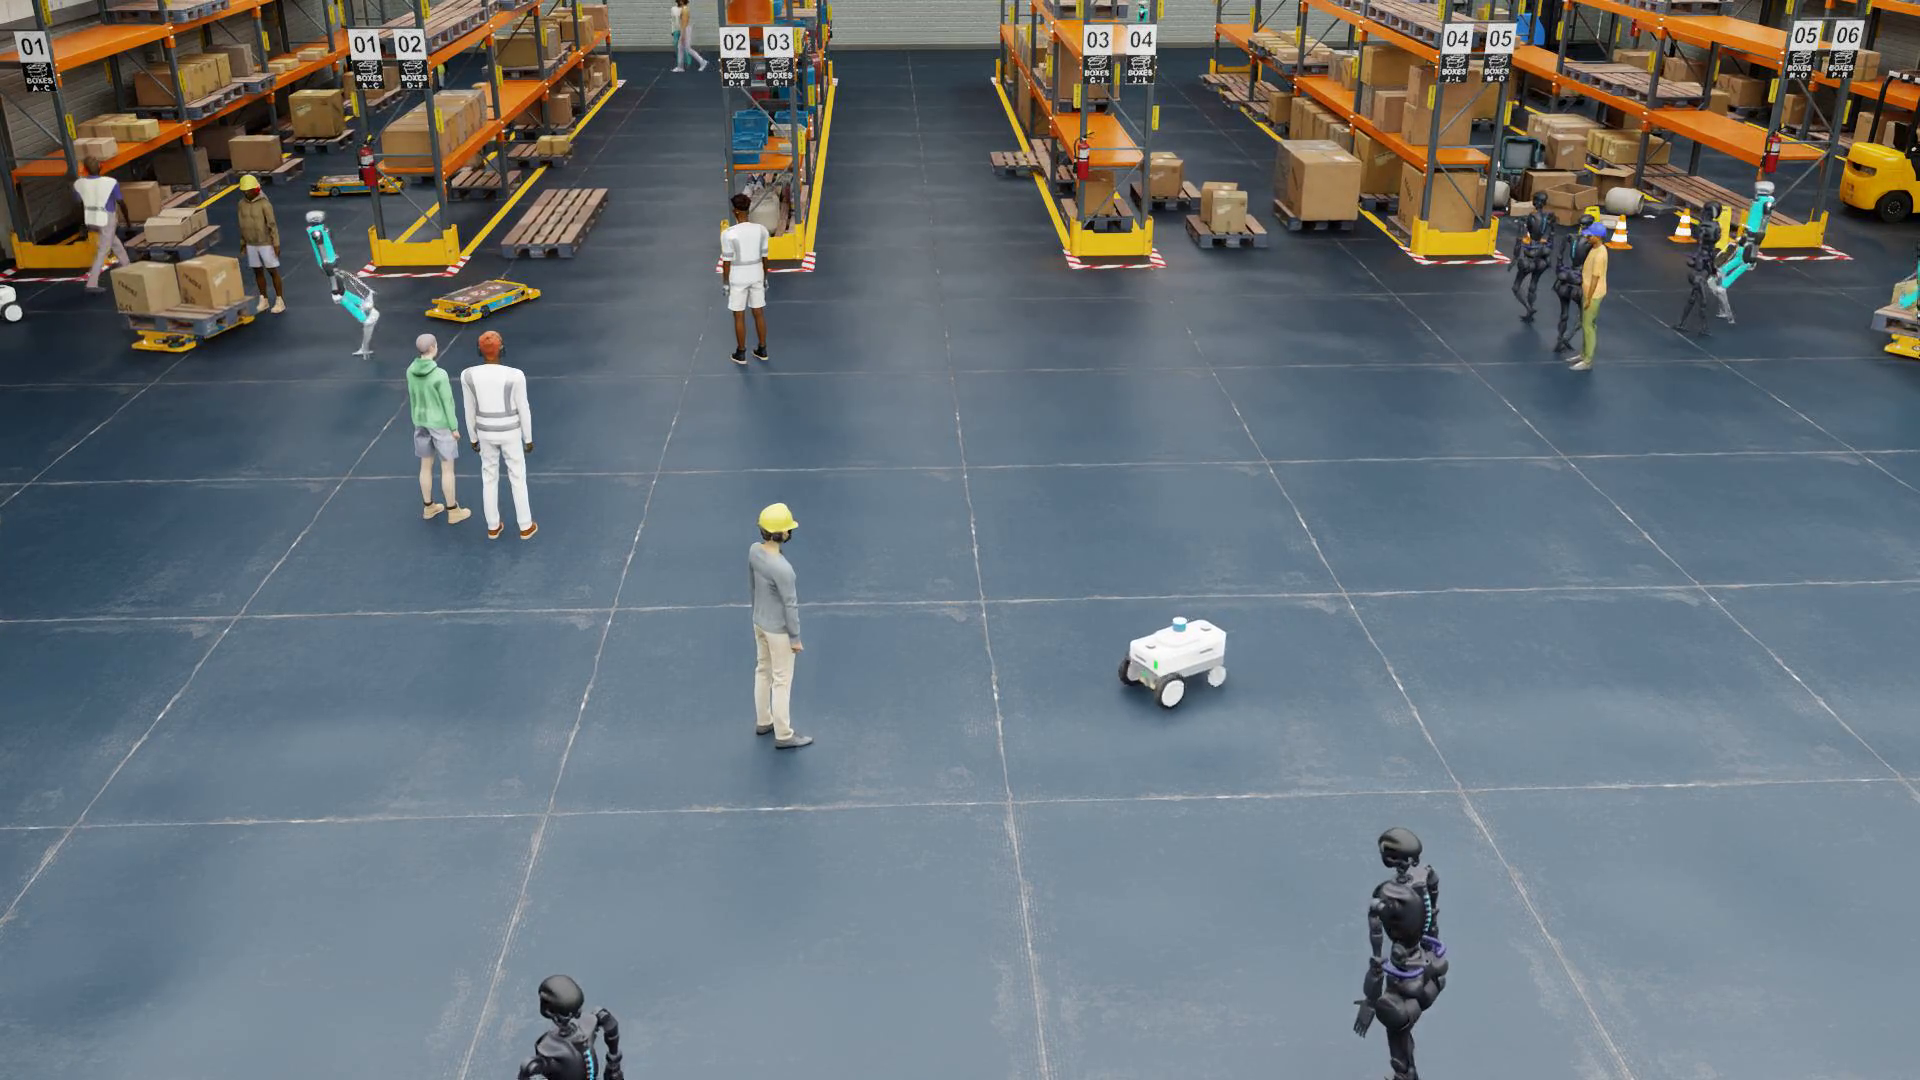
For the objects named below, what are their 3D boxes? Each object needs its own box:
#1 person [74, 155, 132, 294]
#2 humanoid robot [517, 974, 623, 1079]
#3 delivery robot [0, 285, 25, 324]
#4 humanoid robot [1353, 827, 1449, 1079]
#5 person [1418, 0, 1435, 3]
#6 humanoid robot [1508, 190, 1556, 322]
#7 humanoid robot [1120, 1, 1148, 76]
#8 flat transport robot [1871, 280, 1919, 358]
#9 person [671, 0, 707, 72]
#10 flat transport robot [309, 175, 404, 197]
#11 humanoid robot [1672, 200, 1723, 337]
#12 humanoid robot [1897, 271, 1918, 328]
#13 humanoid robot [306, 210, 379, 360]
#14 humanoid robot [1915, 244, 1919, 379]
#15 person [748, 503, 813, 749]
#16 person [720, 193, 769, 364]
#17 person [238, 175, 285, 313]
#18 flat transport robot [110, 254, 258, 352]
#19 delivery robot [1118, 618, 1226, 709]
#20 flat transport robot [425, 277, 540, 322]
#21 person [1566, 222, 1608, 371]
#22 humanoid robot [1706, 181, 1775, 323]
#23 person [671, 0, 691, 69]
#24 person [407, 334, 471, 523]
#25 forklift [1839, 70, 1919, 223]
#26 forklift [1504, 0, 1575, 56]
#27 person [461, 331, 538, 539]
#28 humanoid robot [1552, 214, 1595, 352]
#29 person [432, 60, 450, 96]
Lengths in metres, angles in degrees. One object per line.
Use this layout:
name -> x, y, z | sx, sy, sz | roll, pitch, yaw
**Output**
person -> -11.336, -4.176, 21.995 | 0.524, 1.774, 0.899 | 8, 25, 18
humanoid robot -> -1.598, 2.556, 7.077 | 0.763, 1.653, 0.599 | 17, 29, 33
delivery robot -> -12.132, -2.936, 20.741 | 0.524, 0.614, 0.786 | 18, 30, 35
humanoid robot -> 2.158, 2.119, 7.993 | 0.604, 1.640, 0.435 | -21, 31, -39
person -> 11.715, -13.053, 41.927 | 0.382, 1.799, 0.606 | -11, 26, -24
humanoid robot -> 7.146, -3.510, 20.622 | 0.585, 1.642, 0.441 | -8, 25, -18
humanoid robot -> 3.981, -11.748, 39.094 | 0.833, 1.798, 0.591 | 4, 24, 9
flat transport robot -> 11.678, -2.396, 19.857 | 1.431, 0.231, 0.659 | -19, 30, -37
person -> -6.541, -12.155, 39.865 | 0.815, 1.835, 0.512 | -5, 24, -11
flat transport robot -> -10.079, -5.935, 27.807 | 1.431, 0.231, 0.659 | -5, 24, -10
humanoid robot -> 9.067, -3.291, 20.152 | 0.601, 1.643, 0.603 | 20, 31, 37
humanoid robot -> 11.400, -3.155, 19.722 | 0.546, 1.771, 0.679 | -18, 30, -35
humanoid robot -> -7.073, -2.934, 19.335 | 0.778, 1.826, 0.555 | -8, 25, -16
humanoid robot -> 10.868, -2.501, 18.351 | 0.824, 1.809, 0.535 | 2, 24, 4
person -> -1.235, 0.574, 11.340 | 0.325, 1.766, 0.532 | -16, 29, -32
person -> -2.468, -3.007, 19.163 | 0.596, 1.958, 0.369 | -17, 29, -33
person -> -8.873, -3.766, 21.106 | 0.542, 1.757, 0.414 | 5, 24, 10
flat transport robot -> -9.345, -2.587, 20.286 | 0.659, 0.231, 1.431 | 6, 25, 13
delivery robot -> 1.578, 0.870, 12.190 | 0.818, 0.614, 0.499 | -15, 28, -30
flat transport robot -> -6.139, -3.096, 21.429 | 0.659, 0.231, 1.431 | 12, 27, 25
person -> 7.153, -2.782, 18.952 | 0.385, 1.708, 0.443 | 7, 25, 16
humanoid robot -> 9.617, -3.554, 20.665 | 0.678, 1.799, 0.547 | 2, 24, 5
person -> -6.789, -12.389, 40.466 | 0.532, 1.769, 0.307 | 8, 25, 17
person -> -4.716, -0.996, 14.912 | 0.471, 1.734, 0.324 | 10, 26, 21
forklift -> 15.132, -6.143, 25.915 | 2.313, 2.155, 1.214 | -1, 24, -2
forklift -> 14.700, -13.805, 42.301 | 1.873, 2.768, 1.129 | -1, 24, -2
person -> -4.019, -0.905, 14.536 | 0.571, 1.876, 0.350 | 1, 24, 2
humanoid robot -> 7.187, -3.010, 19.502 | 0.363, 1.655, 0.600 | -17, 29, -33
person -> -10.931, -9.747, 34.666 | 0.542, 1.650, 0.863 | -2, 24, -4
